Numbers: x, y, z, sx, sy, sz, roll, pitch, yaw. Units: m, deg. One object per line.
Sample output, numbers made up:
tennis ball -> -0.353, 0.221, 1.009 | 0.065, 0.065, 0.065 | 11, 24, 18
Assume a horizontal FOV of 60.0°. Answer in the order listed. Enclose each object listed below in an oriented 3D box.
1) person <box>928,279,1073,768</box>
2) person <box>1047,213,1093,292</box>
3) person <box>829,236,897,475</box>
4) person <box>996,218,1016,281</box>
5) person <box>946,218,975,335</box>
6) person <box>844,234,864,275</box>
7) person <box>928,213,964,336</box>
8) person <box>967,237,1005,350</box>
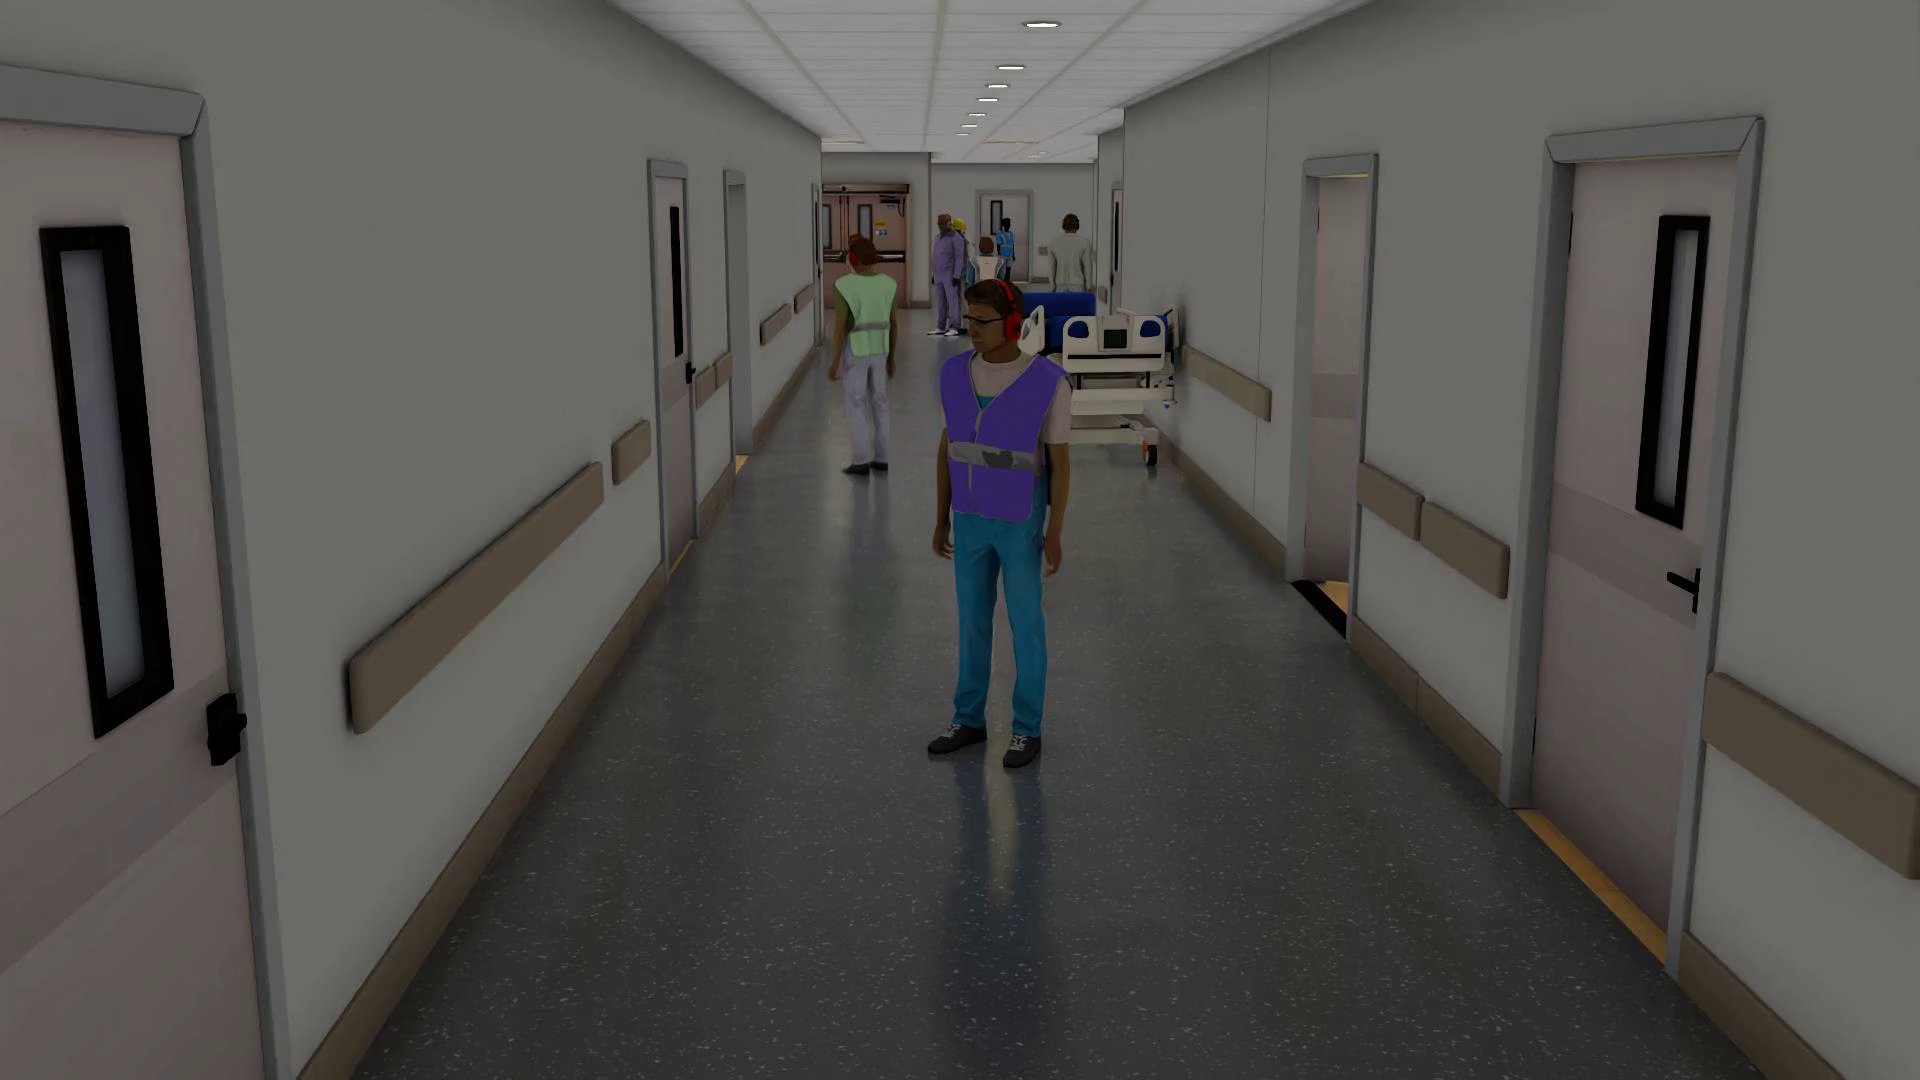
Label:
person -> 0.159, -0.065, 6.312 | 0.563, 1.839, 0.392 | 7, 14, 32
person -> 1.486, -3.410, 22.369 | 0.631, 1.939, 0.372 | 5, 12, 21
person -> -0.736, -1.426, 12.962 | 0.571, 1.850, 0.392 | -9, 14, -36
person -> 1.052, -6.527, 38.138 | 0.531, 1.697, 0.320 | -9, 15, -37
person -> -0.010, -4.149, 26.257 | 0.401, 1.824, 0.598 | -7, 14, -32
person -> -1.447, -3.496, 23.509 | 0.307, 1.644, 0.514 | -11, 16, -44
person -> -0.239, -4.147, 26.050 | 0.406, 1.902, 0.636 | -10, 15, -39
person -> 0.348, -3.219, 22.193 | 0.509, 1.629, 0.314 | -2, 12, -9
